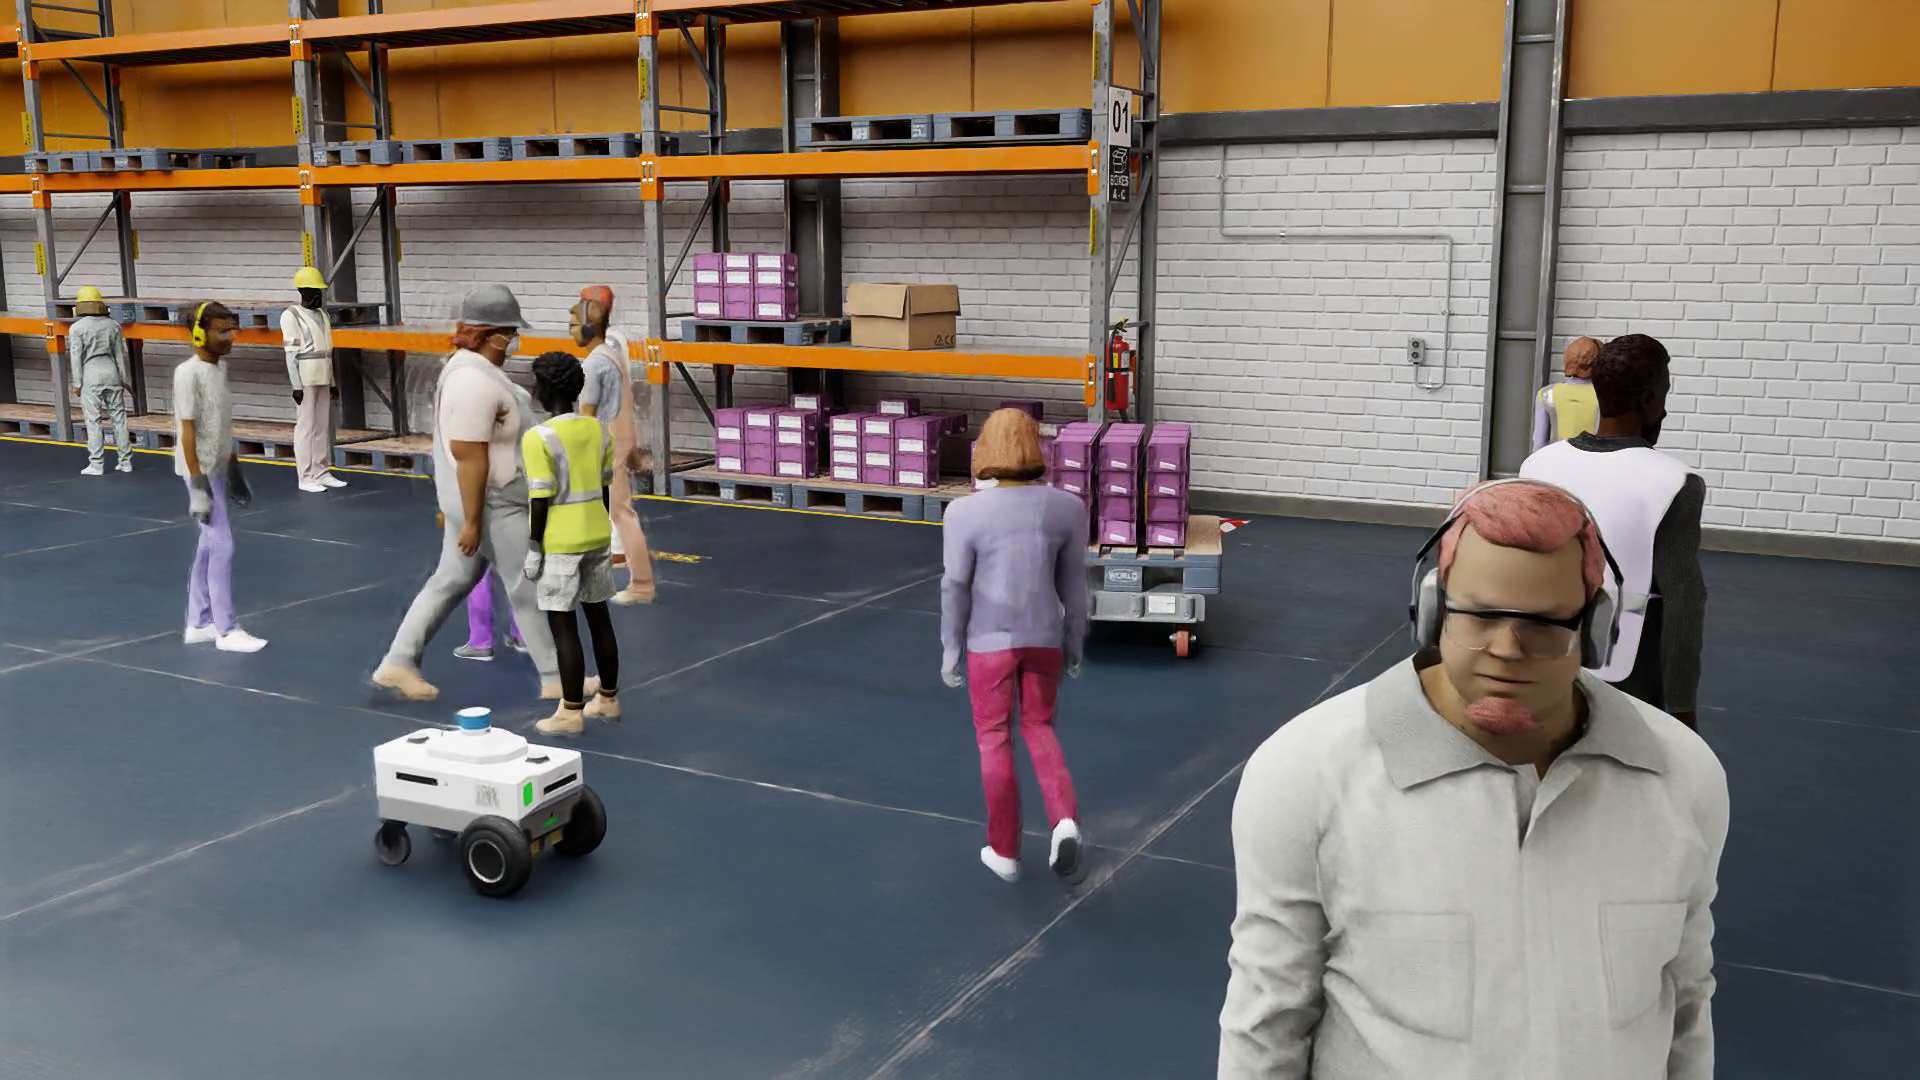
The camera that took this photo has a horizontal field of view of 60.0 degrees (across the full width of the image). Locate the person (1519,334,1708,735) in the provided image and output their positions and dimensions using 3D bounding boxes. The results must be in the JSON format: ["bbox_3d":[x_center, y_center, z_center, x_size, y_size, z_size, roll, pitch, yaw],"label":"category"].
[{"bbox_3d":[1.833,0.376,4.746,0.386,1.918,0.596,-6,12,-31],"label":"person"}]

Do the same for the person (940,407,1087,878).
[{"bbox_3d":[0.200,0.372,5.575,0.511,1.617,0.428,-4,11,-20],"label":"person"}]

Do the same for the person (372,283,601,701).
[{"bbox_3d":[-2.267,-0.233,7.749,1.034,2.000,0.681,-4,11,-23],"label":"person"}]

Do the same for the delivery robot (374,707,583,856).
[{"bbox_3d":[-1.671,0.824,5.763,0.707,0.478,0.477,4,11,24],"label":"delivery robot"}]

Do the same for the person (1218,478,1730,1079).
[{"bbox_3d":[0.655,0.862,2.119,0.652,1.904,0.403,-1,10,-4],"label":"person"}]

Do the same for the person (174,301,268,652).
[{"bbox_3d":[-3.932,-0.325,8.818,0.587,1.845,0.519,-1,10,-6],"label":"person"}]

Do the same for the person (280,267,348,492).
[{"bbox_3d":[-5.580,-1.383,14.368,0.365,1.928,0.585,2,11,12],"label":"person"}]

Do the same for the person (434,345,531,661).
[{"bbox_3d":[-2.482,-0.254,8.657,0.337,1.747,0.573,9,13,40],"label":"person"}]

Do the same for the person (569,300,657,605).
[{"bbox_3d":[-2.214,-0.500,9.844,0.880,1.806,0.548,1,10,4],"label":"person"}]

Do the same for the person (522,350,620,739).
[{"bbox_3d":[-1.716,0.019,7.312,0.317,1.696,0.540,5,12,27],"label":"person"}]

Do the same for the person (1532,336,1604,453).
[{"bbox_3d":[3.441,-0.309,9.264,0.513,1.641,0.307,7,12,33],"label":"person"}]

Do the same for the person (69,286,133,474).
[{"bbox_3d":[-7.979,-1.476,15.408,0.324,1.736,0.485,7,13,35],"label":"person"}]

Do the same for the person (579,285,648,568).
[{"bbox_3d":[-2.342,-0.728,10.900,0.411,1.873,0.586,-1,10,-7],"label":"person"}]
